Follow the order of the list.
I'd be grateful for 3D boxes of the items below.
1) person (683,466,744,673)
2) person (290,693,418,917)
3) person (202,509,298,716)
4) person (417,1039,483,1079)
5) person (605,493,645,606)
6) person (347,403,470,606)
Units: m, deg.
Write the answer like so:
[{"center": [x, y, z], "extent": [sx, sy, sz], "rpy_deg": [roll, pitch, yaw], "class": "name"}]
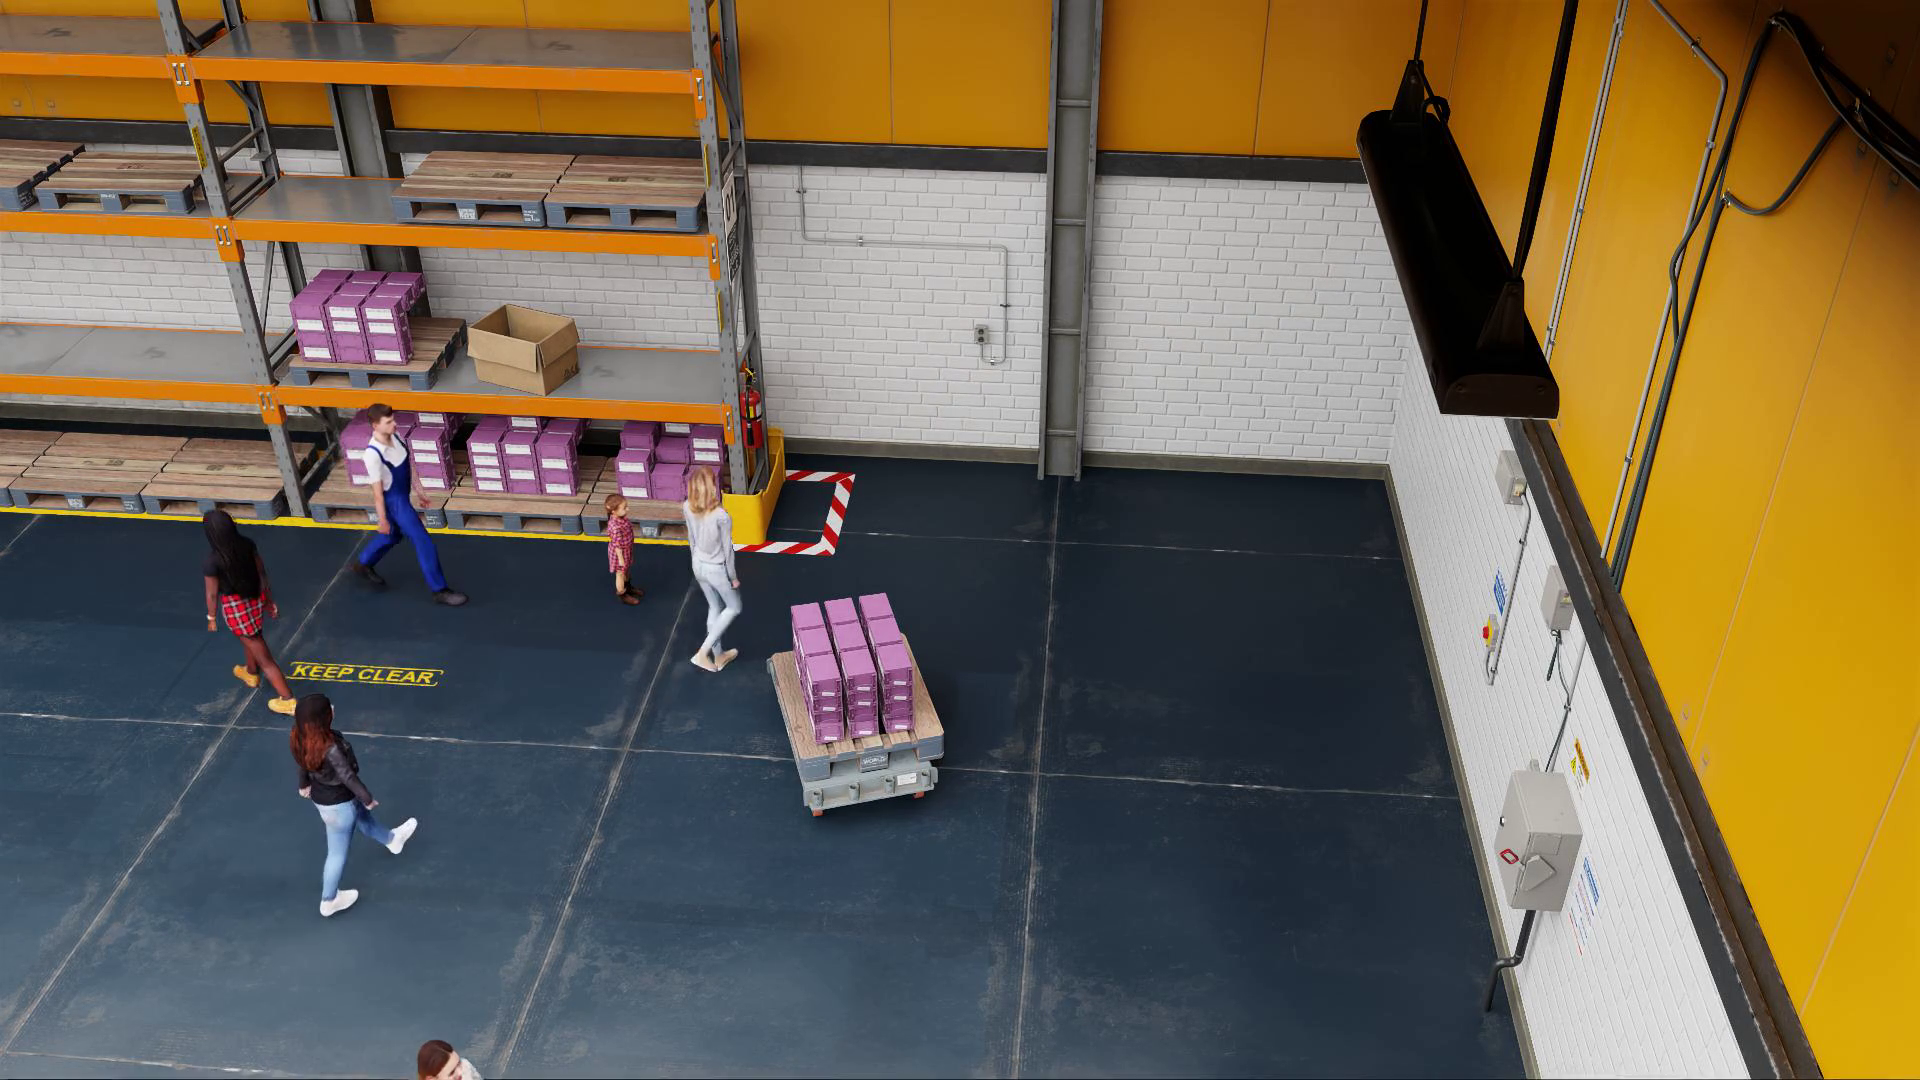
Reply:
[{"center": [-1.889, 0.284, 12.392], "extent": [0.821, 1.780, 0.855], "rpy_deg": [22, 39, 29], "class": "person"}, {"center": [-3.986, 1.683, 10.451], "extent": [1.107, 1.599, 1.093], "rpy_deg": [24, 40, 31], "class": "person"}, {"center": [-5.094, 0.557, 12.058], "extent": [1.053, 1.696, 0.783], "rpy_deg": [11, 35, 16], "class": "person"}, {"center": [-2.564, 3.079, 8.279], "extent": [0.662, 1.679, 0.674], "rpy_deg": [7, 34, 11], "class": "person"}, {"center": [-2.735, 0.056, 13.421], "extent": [0.438, 1.020, 0.424], "rpy_deg": [1, 34, 2], "class": "person"}, {"center": [-4.551, -0.290, 13.229], "extent": [1.257, 1.809, 0.630], "rpy_deg": [2, 34, 4], "class": "person"}]
